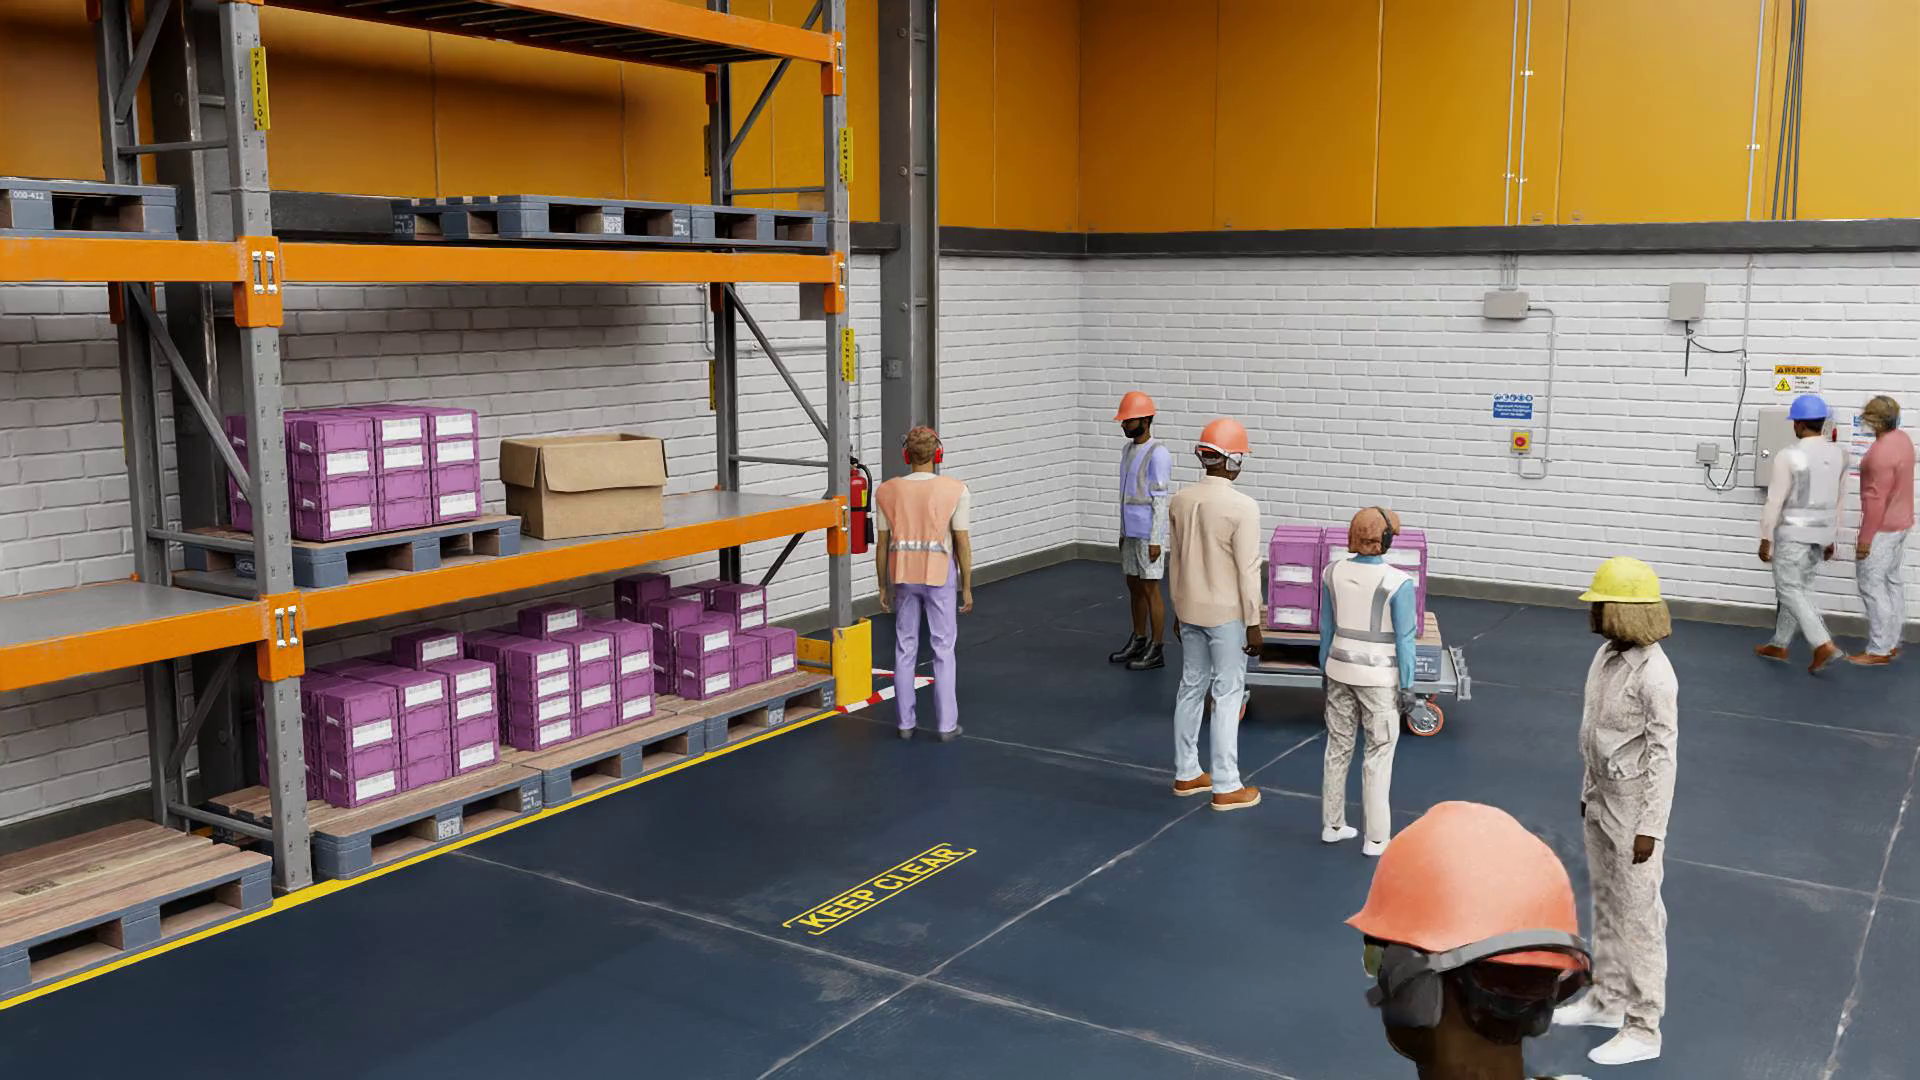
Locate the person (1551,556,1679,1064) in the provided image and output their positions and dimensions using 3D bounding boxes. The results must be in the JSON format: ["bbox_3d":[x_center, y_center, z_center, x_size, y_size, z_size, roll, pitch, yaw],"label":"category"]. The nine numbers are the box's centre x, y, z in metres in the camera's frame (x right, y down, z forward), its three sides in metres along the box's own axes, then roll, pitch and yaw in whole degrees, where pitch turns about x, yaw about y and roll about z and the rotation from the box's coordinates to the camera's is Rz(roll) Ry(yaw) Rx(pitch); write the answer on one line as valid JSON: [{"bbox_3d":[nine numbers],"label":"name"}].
[{"bbox_3d":[2.256,0.918,5.711,0.322,1.743,0.489,0,9,-3],"label":"person"}]

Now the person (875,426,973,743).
[{"bbox_3d":[-0.215,0.266,9.657,0.568,1.841,0.401,2,9,15],"label":"person"}]

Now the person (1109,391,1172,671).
[{"bbox_3d":[1.235,-0.065,11.515,0.386,1.929,0.543,-4,9,-23],"label":"person"}]

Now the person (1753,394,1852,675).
[{"bbox_3d":[5.797,-0.042,11.399,0.619,1.920,0.852,-3,9,-18],"label":"person"}]

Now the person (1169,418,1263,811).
[{"bbox_3d":[1.314,0.372,8.491,0.398,1.988,0.615,-6,11,-34],"label":"person"}]

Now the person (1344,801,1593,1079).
[{"bbox_3d":[0.564,1.334,2.158,0.641,2.004,0.846,-8,12,-42],"label":"person"}]

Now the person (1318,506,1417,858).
[{"bbox_3d":[1.886,0.659,7.758,0.314,1.633,0.528,-7,11,-38],"label":"person"}]

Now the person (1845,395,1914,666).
[{"bbox_3d":[6.477,-0.065,11.630,0.344,1.912,0.786,8,12,41],"label":"person"}]
